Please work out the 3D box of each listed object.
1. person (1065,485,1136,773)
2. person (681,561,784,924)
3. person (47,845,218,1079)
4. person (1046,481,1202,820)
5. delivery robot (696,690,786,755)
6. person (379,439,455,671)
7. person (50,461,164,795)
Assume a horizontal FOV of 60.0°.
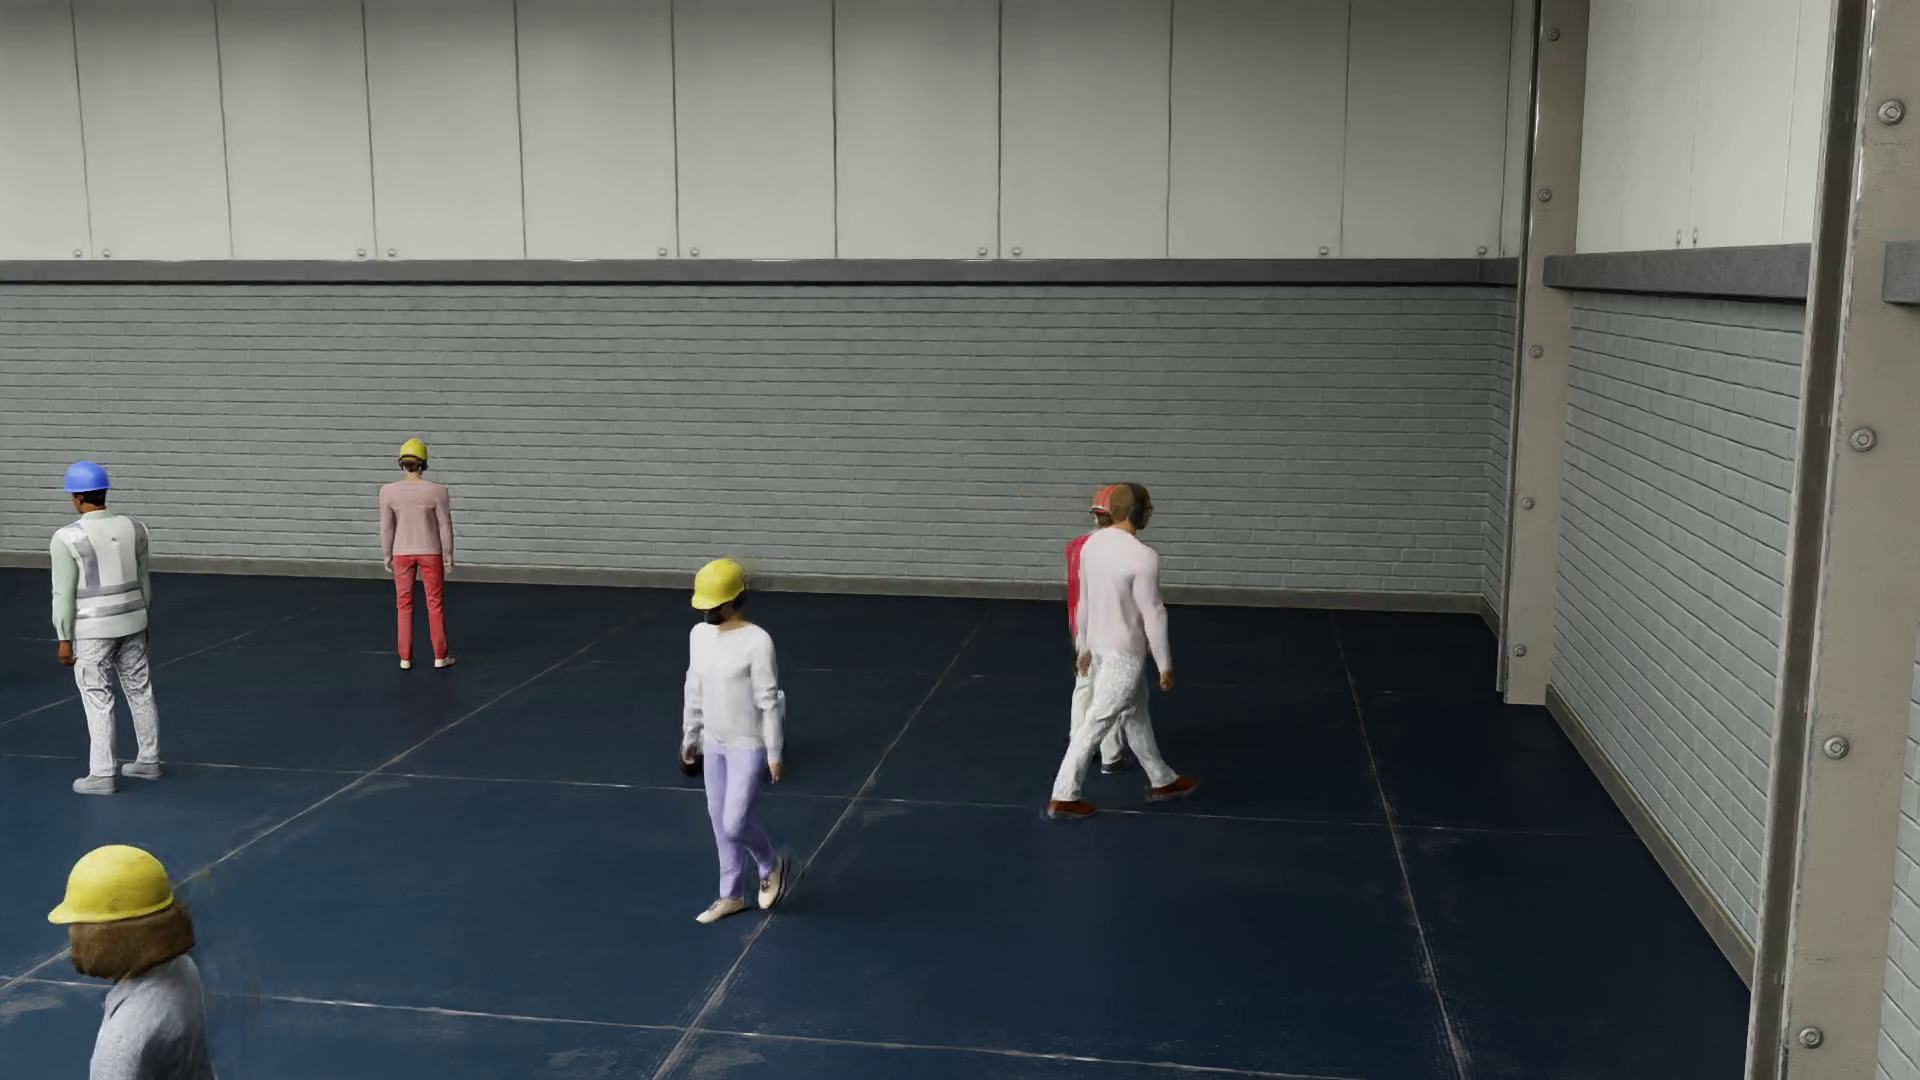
[{"bbox_3d":[0.900,0.535,10.115,0.567,1.743,0.354,8,12,42],"label":"person"},{"bbox_3d":[-1.039,0.940,7.624,0.614,1.738,0.446,7,12,38],"label":"person"},{"bbox_3d":[-1.983,1.557,3.894,0.782,1.713,0.503,-3,10,-19],"label":"person"},{"bbox_3d":[0.912,0.611,9.241,1.044,1.887,0.645,-4,10,-24],"label":"person"},{"bbox_3d":[-1.340,1.079,10.126,0.477,0.478,0.707,3,10,18],"label":"delivery robot"},{"bbox_3d":[-4.114,0.115,12.639,0.534,1.766,0.318,-1,9,-7],"label":"person"},{"bbox_3d":[-5.000,0.505,9.716,0.425,1.938,0.604,4,10,25],"label":"person"}]
